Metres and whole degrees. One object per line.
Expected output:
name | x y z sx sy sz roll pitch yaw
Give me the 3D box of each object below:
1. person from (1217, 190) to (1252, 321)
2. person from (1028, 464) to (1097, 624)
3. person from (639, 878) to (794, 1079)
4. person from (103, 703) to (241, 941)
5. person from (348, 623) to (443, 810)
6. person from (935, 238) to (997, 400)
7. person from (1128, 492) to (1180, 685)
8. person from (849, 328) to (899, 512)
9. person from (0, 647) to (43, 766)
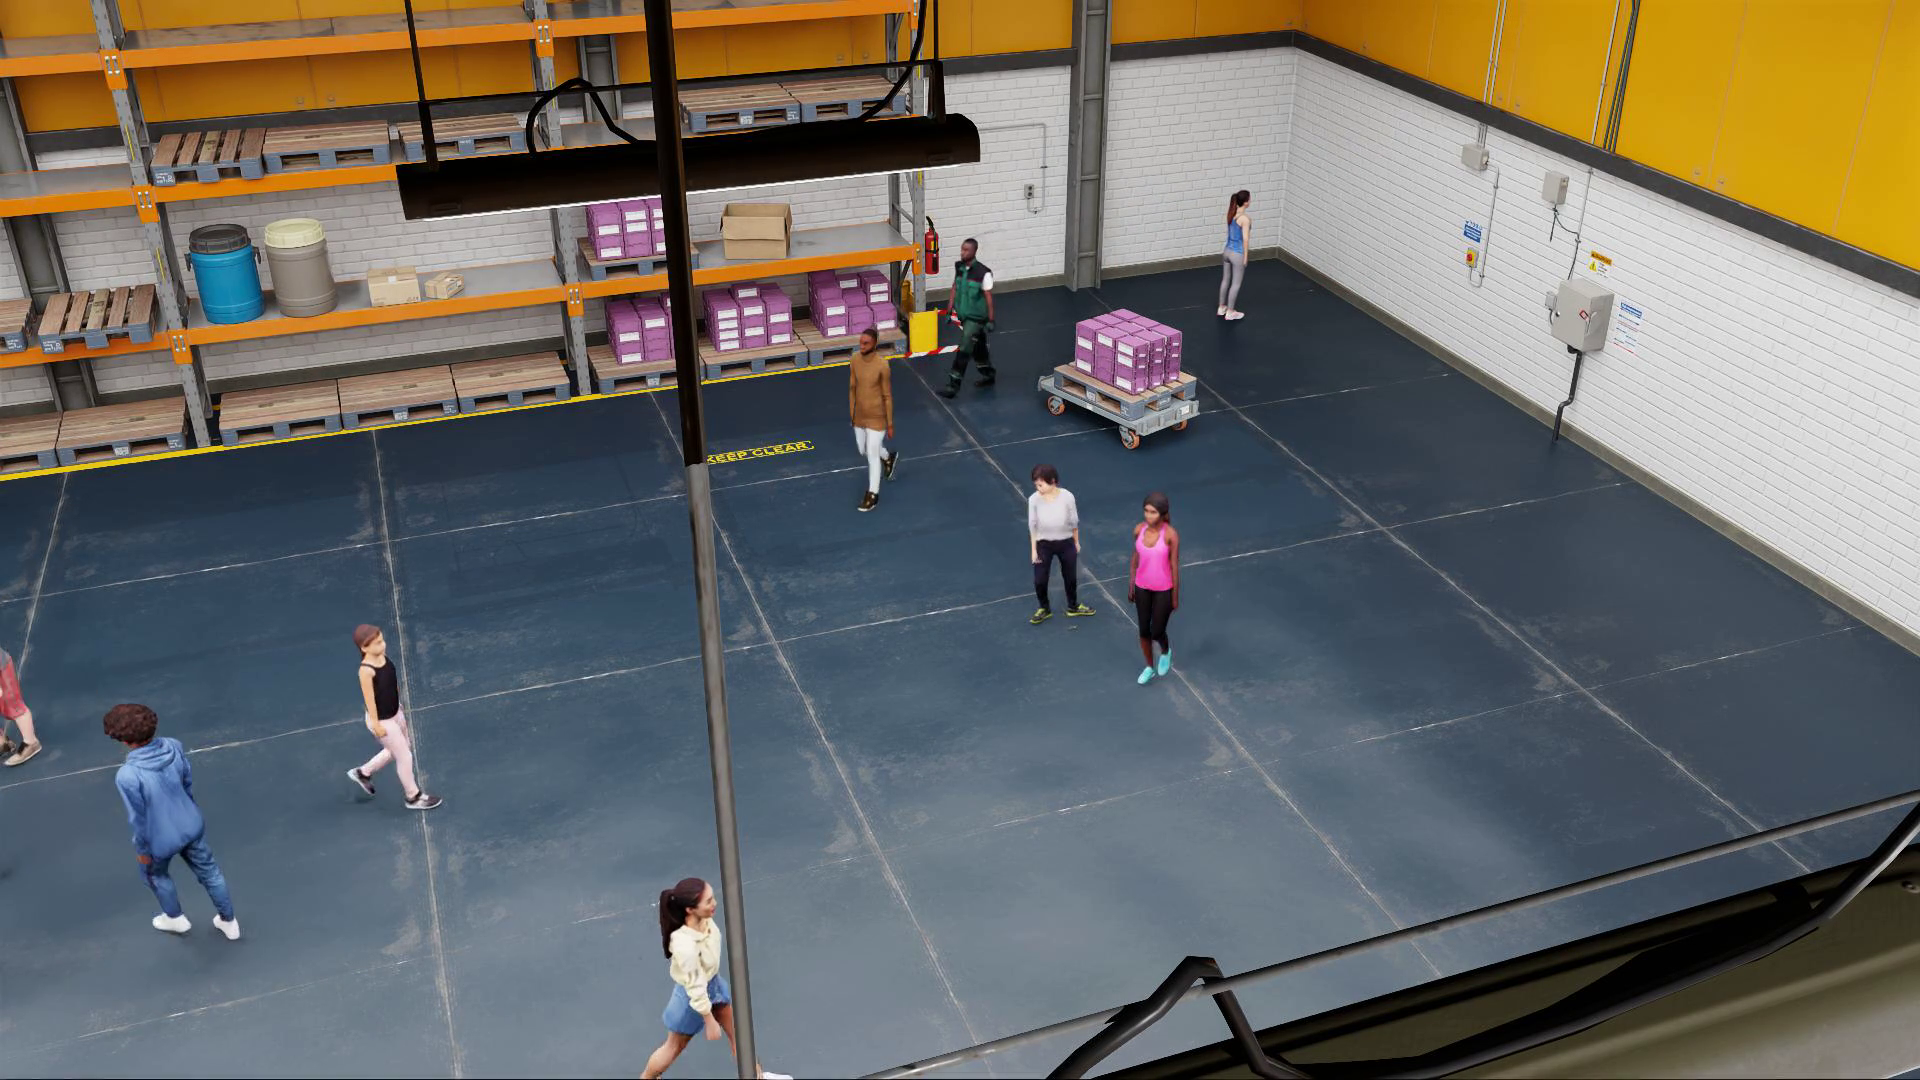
person | 3.399 -3.519 20.536 0.565 1.602 0.582 -14 32 -25
person | 0.845 0.017 14.129 0.582 1.529 0.871 -6 29 -11
person | -1.559 2.582 9.370 1.228 1.584 0.915 0 29 -1
person | -4.958 1.851 10.505 1.003 1.780 0.946 16 32 26
person | -4.142 1.259 11.838 0.962 1.544 0.727 1 29 2
person | 0.194 -2.464 18.410 1.271 1.787 0.996 -23 36 -36
person | 1.598 0.359 13.310 0.740 1.713 0.797 16 33 27
person | -0.810 -1.216 16.110 1.025 1.797 1.128 15 32 26
person | -7.125 0.932 12.346 0.770 1.632 0.831 15 32 25
